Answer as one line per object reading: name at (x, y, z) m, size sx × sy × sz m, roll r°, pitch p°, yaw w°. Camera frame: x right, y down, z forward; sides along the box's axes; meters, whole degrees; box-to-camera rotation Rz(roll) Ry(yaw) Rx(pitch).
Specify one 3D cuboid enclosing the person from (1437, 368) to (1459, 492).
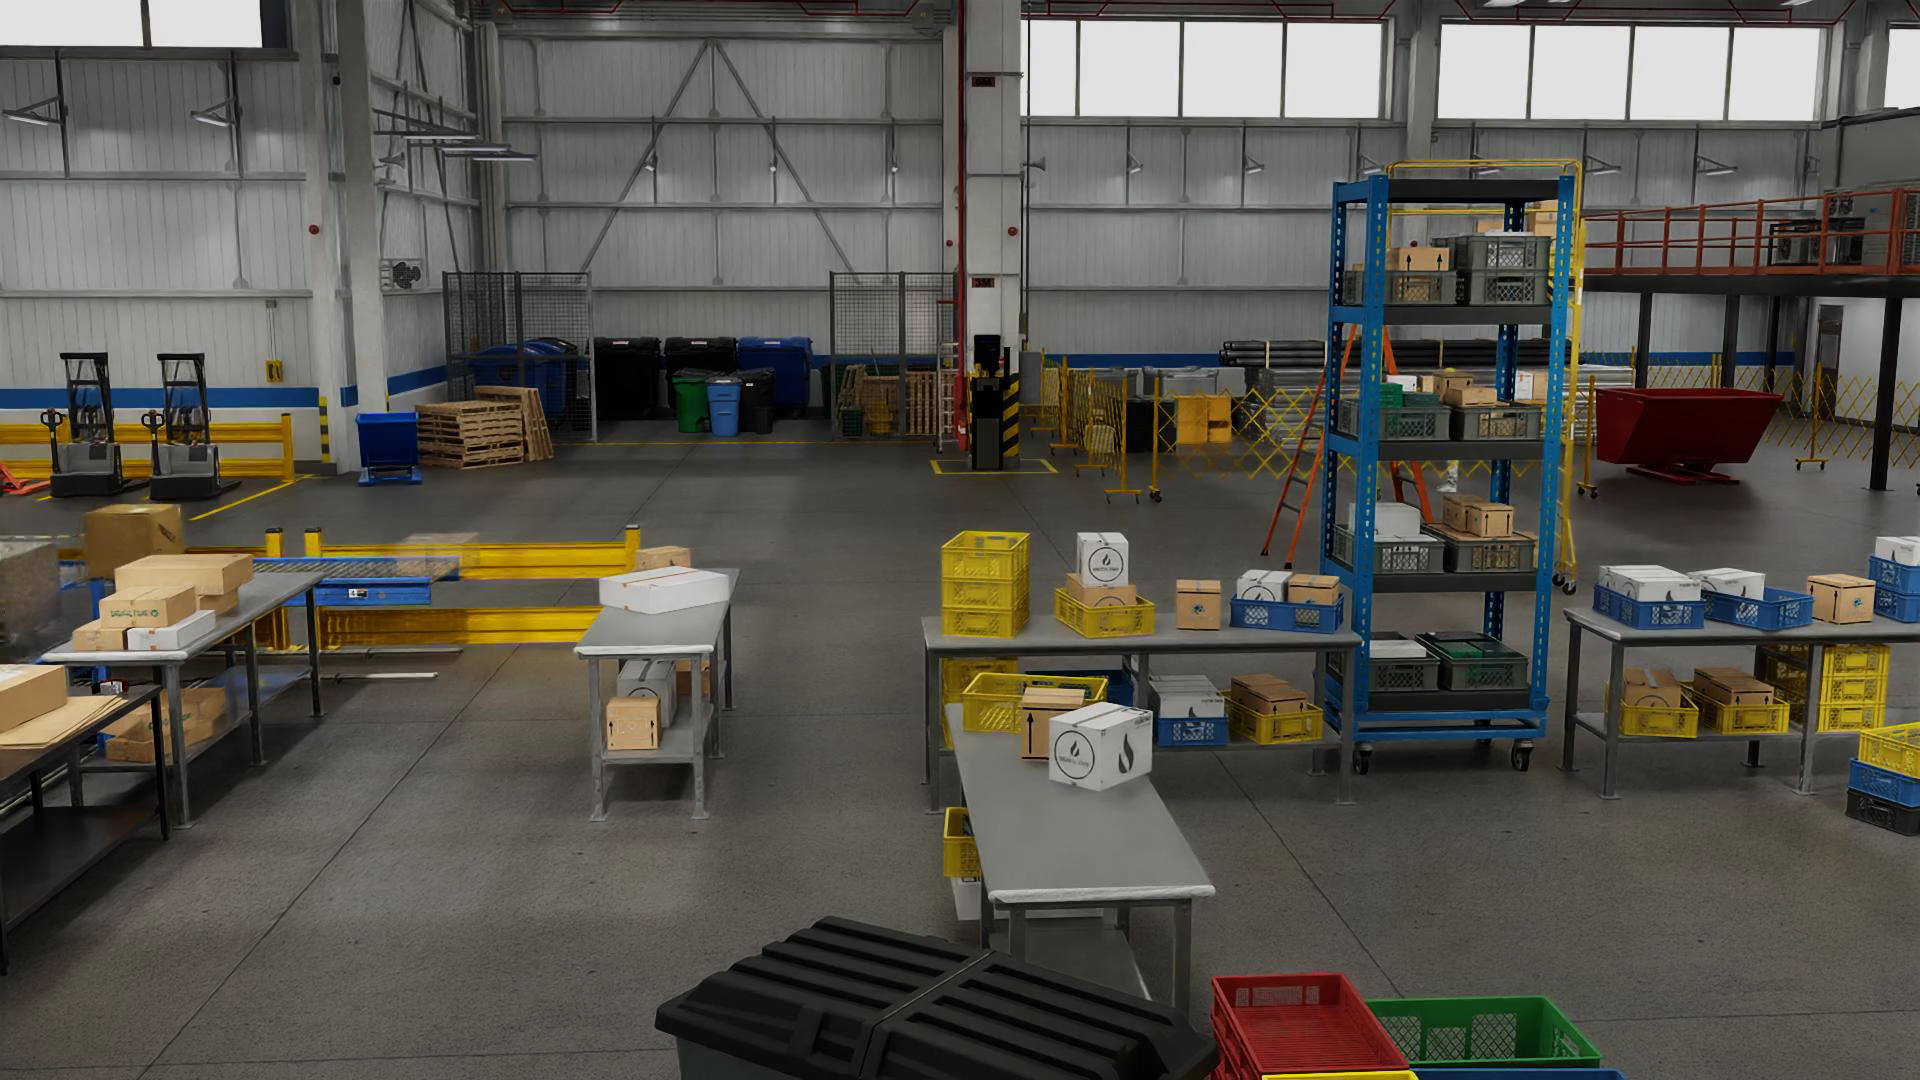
person at (6.866, -1.543, 23.367) m, size 0.320 × 1.734 × 0.484 m, roll 4°, pitch 10°, yaw 21°

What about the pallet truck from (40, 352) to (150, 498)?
pallet truck at (-11.907, -1.642, 23.165) m, size 0.823 × 1.965 × 1.885 m, roll 0°, pitch 9°, yaw 0°

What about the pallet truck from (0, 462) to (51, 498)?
pallet truck at (-13.193, -1.293, 23.148) m, size 0.653 × 1.274 × 1.630 m, roll -1°, pitch 9°, yaw -4°

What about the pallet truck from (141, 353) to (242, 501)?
pallet truck at (-10.520, -1.604, 22.925) m, size 0.823 × 1.965 × 1.885 m, roll -1°, pitch 9°, yaw -6°
